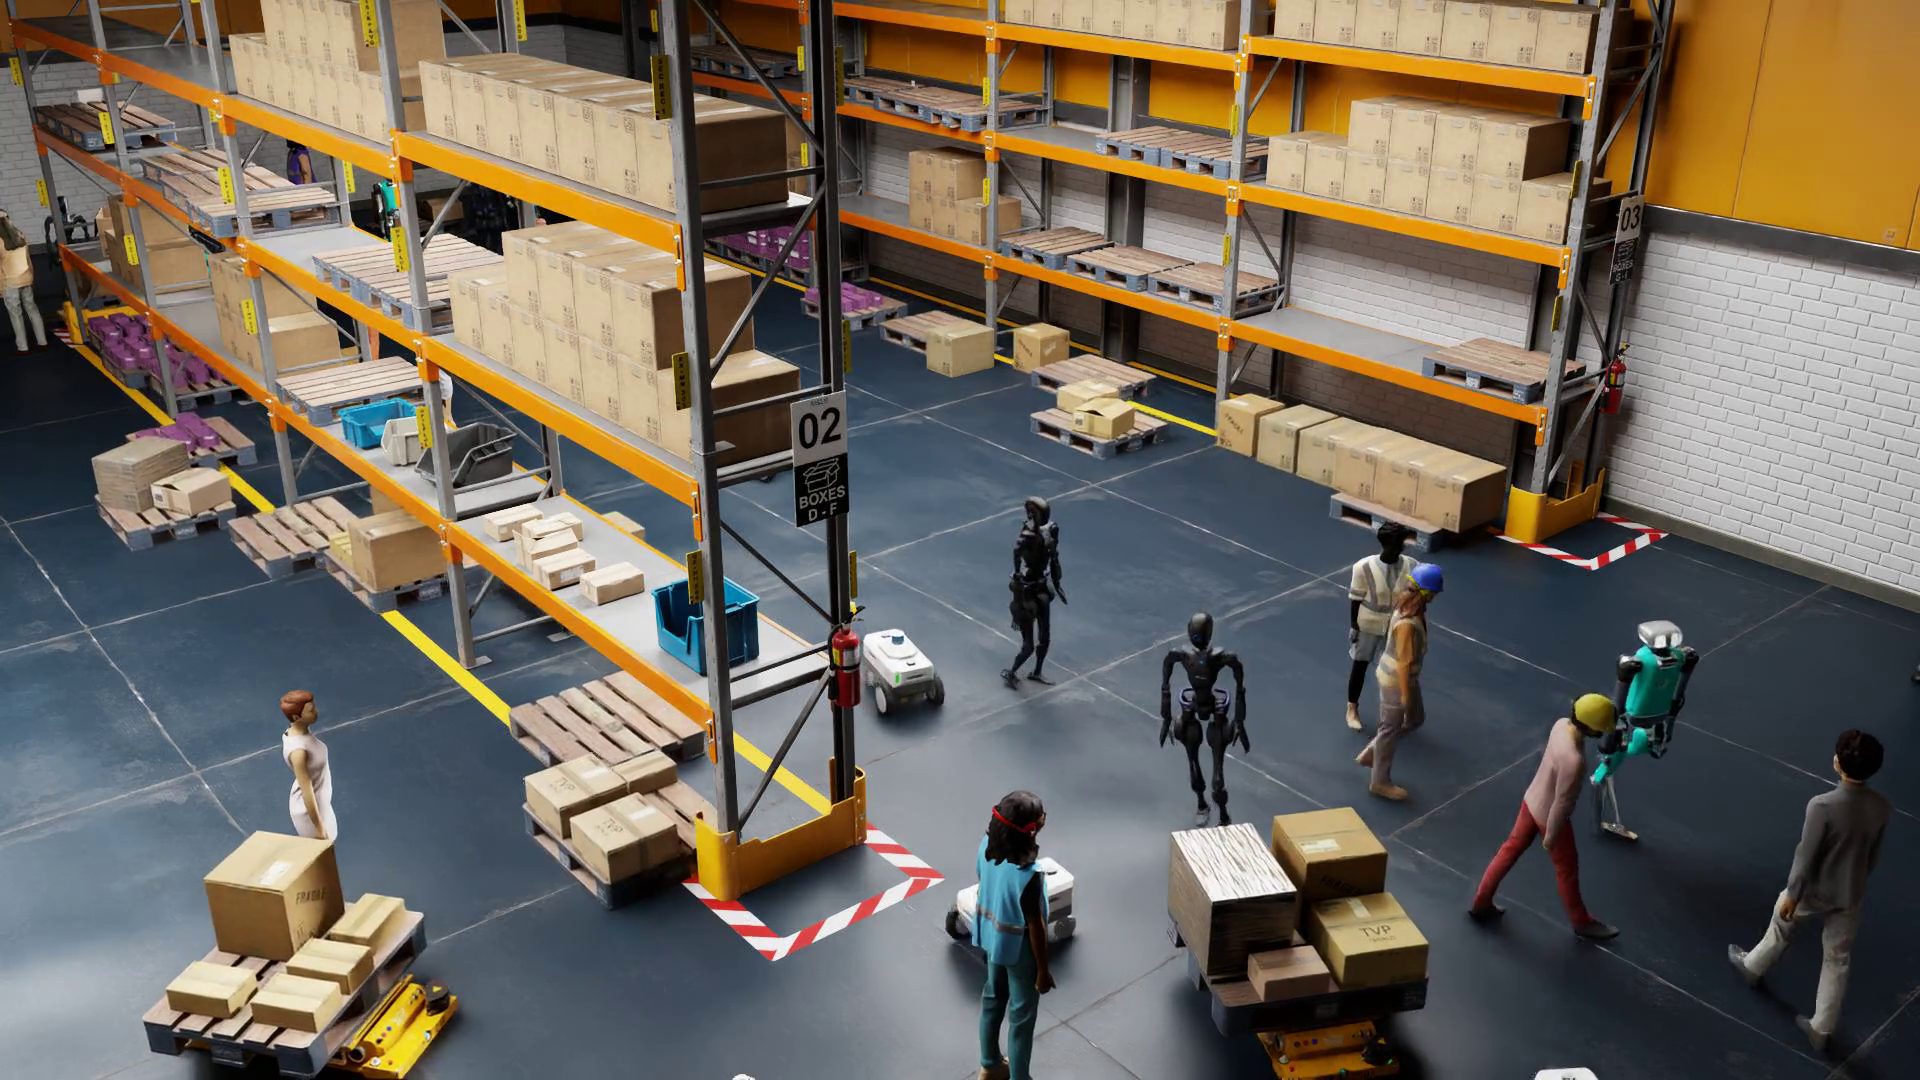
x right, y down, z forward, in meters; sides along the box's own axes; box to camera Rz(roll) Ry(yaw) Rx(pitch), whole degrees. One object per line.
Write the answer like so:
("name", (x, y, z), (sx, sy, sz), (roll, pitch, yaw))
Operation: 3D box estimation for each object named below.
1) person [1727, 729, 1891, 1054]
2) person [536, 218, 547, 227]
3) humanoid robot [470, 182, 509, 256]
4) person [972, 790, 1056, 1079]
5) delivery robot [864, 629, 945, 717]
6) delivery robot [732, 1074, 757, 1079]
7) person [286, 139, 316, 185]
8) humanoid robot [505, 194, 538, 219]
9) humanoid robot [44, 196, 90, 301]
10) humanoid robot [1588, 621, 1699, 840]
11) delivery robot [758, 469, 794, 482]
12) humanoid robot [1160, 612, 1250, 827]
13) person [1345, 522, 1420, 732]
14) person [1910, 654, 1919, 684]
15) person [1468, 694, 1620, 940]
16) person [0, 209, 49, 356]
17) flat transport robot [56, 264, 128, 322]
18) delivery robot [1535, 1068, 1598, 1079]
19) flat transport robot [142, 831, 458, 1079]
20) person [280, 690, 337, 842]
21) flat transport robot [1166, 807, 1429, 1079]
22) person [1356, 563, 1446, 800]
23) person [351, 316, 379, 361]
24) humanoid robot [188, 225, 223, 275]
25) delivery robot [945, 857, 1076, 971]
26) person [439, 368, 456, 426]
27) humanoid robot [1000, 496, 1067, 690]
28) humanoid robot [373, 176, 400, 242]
("person", (4.804, 1.867, 9.306), (0.576, 1.857, 0.918), (-1, 23, -3))
("person", (-5.127, -3.040, 20.619), (0.413, 1.906, 0.650), (7, 24, 16))
("humanoid robot", (-7.155, -4.907, 25.229), (0.603, 1.652, 0.332), (6, 24, 14))
("person", (0.275, 2.137, 8.680), (0.382, 1.865, 0.527), (-15, 28, -31))
("delivery robot", (-0.478, 0.996, 12.971), (0.499, 0.590, 0.789), (-10, 25, -23))
("delivery robot", (-1.171, 3.026, 8.265), (0.499, 0.587, 0.769), (12, 26, 25))
("person", (-10.515, -5.635, 26.593), (0.403, 1.933, 0.543), (-21, 31, -39))
("humanoid robot", (-6.880, -5.430, 26.416), (0.541, 1.747, 1.030), (-20, 30, -38))
("humanoid robot", (-12.361, -3.965, 23.098), (0.600, 1.634, 0.664), (-12, 26, -25))
("humanoid robot", (4.326, 1.292, 10.930), (0.545, 1.874, 0.768), (-5, 24, -12))
("delivery robot", (-2.101, -0.953, 17.507), (0.797, 0.608, 0.499), (14, 27, 30))
("humanoid robot", (1.642, 1.201, 11.104), (0.608, 1.637, 0.396), (5, 24, 12))
("person", (3.136, 0.640, 12.371), (0.531, 1.692, 0.318), (-2, 23, -5))
("person", (7.820, 0.264, 12.948), (0.548, 1.927, 0.390), (13, 27, 28))
("person", (3.587, 1.652, 10.003), (0.878, 1.692, 0.503), (1, 23, 3))
("person", (-12.079, -3.302, 21.284), (0.389, 1.870, 0.557), (10, 25, 22))
("flat transport robot", (-11.737, -3.253, 23.177), (1.431, 0.231, 0.659), (-19, 29, -36))
("delivery robot", (3.140, 3.005, 8.312), (0.499, 0.585, 0.785), (-2, 23, -5))
("flat transport robot", (-3.661, 2.683, 9.430), (1.431, 0.231, 0.659), (5, 24, 12))
("person", (-3.891, 1.651, 10.063), (0.283, 1.661, 0.448), (-9, 25, -19))
("flat transport robot", (1.928, 2.597, 9.630), (0.659, 0.231, 1.431), (-5, 24, -11))
("person", (3.077, 0.974, 11.502), (0.387, 1.750, 0.511), (10, 25, 21))
("person", (-7.201, -2.752, 20.141), (0.502, 1.758, 0.339), (14, 27, 29))
("humanoid robot", (-10.599, -4.076, 23.310), (0.810, 1.831, 0.530), (-9, 25, -20))
("delivery robot", (0.322, 2.240, 10.107), (0.794, 0.603, 0.499), (-15, 27, -31))
("person", (-5.490, -1.576, 17.420), (0.324, 1.751, 0.558), (-14, 27, -29))
("humanoid robot", (0.557, 0.401, 12.960), (0.424, 1.651, 0.592), (17, 29, 35))
("humanoid robot", (-8.060, -4.469, 23.971), (0.533, 1.677, 0.735), (-12, 26, -25))
